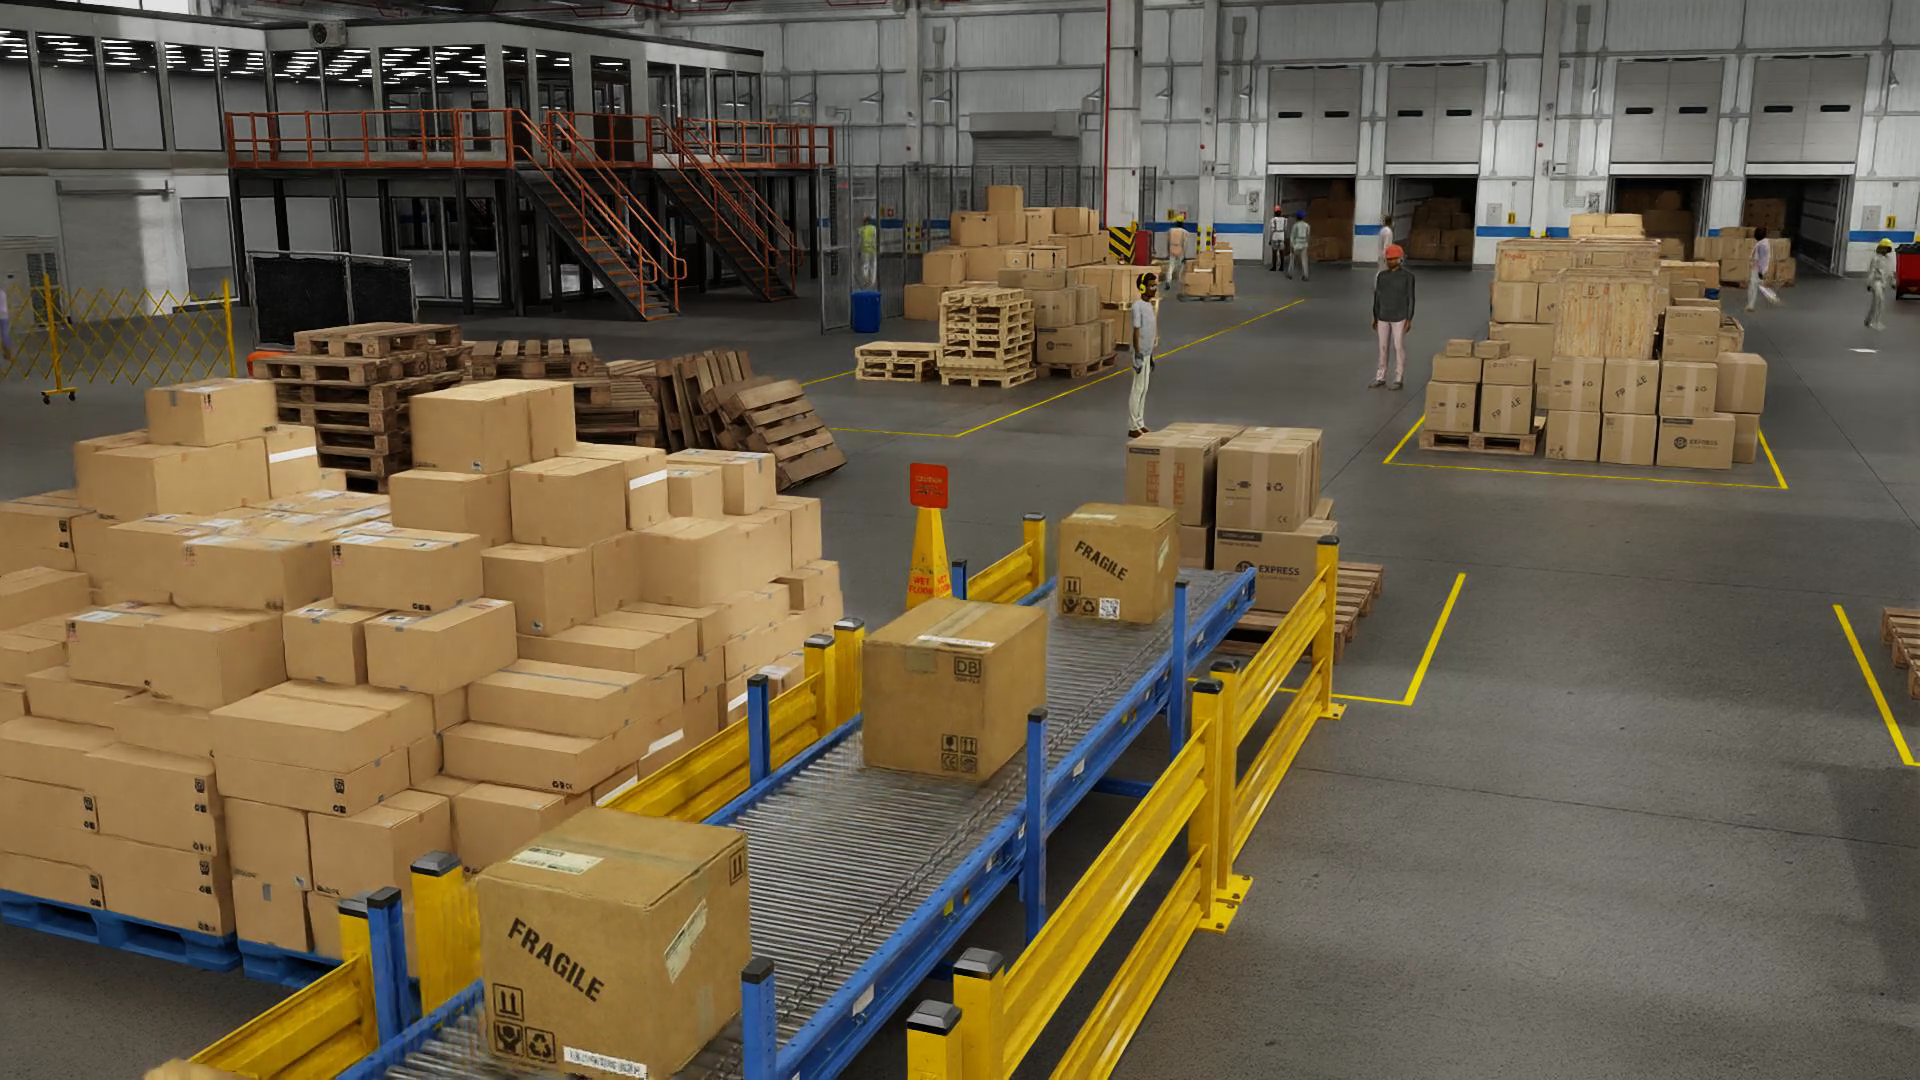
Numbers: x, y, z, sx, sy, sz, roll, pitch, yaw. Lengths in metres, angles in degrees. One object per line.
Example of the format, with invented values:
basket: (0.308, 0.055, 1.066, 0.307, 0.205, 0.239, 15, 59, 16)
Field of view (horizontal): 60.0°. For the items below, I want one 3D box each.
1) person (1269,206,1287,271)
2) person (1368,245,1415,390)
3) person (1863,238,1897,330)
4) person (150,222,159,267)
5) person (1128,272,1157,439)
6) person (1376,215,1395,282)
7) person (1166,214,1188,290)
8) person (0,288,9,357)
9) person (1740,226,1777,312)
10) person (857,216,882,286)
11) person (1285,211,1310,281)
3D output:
person: (9.499, -9.011, 49.757, 0.543, 1.930, 0.372, -3, 13, -15)
person: (5.953, -3.065, 22.938, 0.396, 1.992, 0.623, -11, 17, -41)
person: (17.528, -4.848, 31.568, 0.502, 1.717, 0.745, -7, 14, -27)
person: (-22.981, -8.457, 47.313, 0.406, 1.903, 0.639, -5, 14, -23)
person: (2.085, -2.078, 18.792, 0.329, 1.873, 0.515, 5, 14, 22)
person: (10.273, -6.802, 39.859, 0.583, 1.919, 0.667, 0, 13, 1)
person: (5.459, -7.266, 42.015, 0.586, 1.894, 0.826, 5, 14, 22)
person: (-11.698, -2.399, 19.913, 0.619, 2.018, 0.830, -12, 17, -43)
person: (17.064, -5.758, 35.403, 0.596, 1.824, 0.633, 6, 14, 25)
person: (-2.349, -7.503, 43.243, 0.647, 1.831, 0.458, 0, 13, 1)
person: (9.282, -8.031, 45.435, 0.629, 1.898, 1.024, -5, 13, -20)
